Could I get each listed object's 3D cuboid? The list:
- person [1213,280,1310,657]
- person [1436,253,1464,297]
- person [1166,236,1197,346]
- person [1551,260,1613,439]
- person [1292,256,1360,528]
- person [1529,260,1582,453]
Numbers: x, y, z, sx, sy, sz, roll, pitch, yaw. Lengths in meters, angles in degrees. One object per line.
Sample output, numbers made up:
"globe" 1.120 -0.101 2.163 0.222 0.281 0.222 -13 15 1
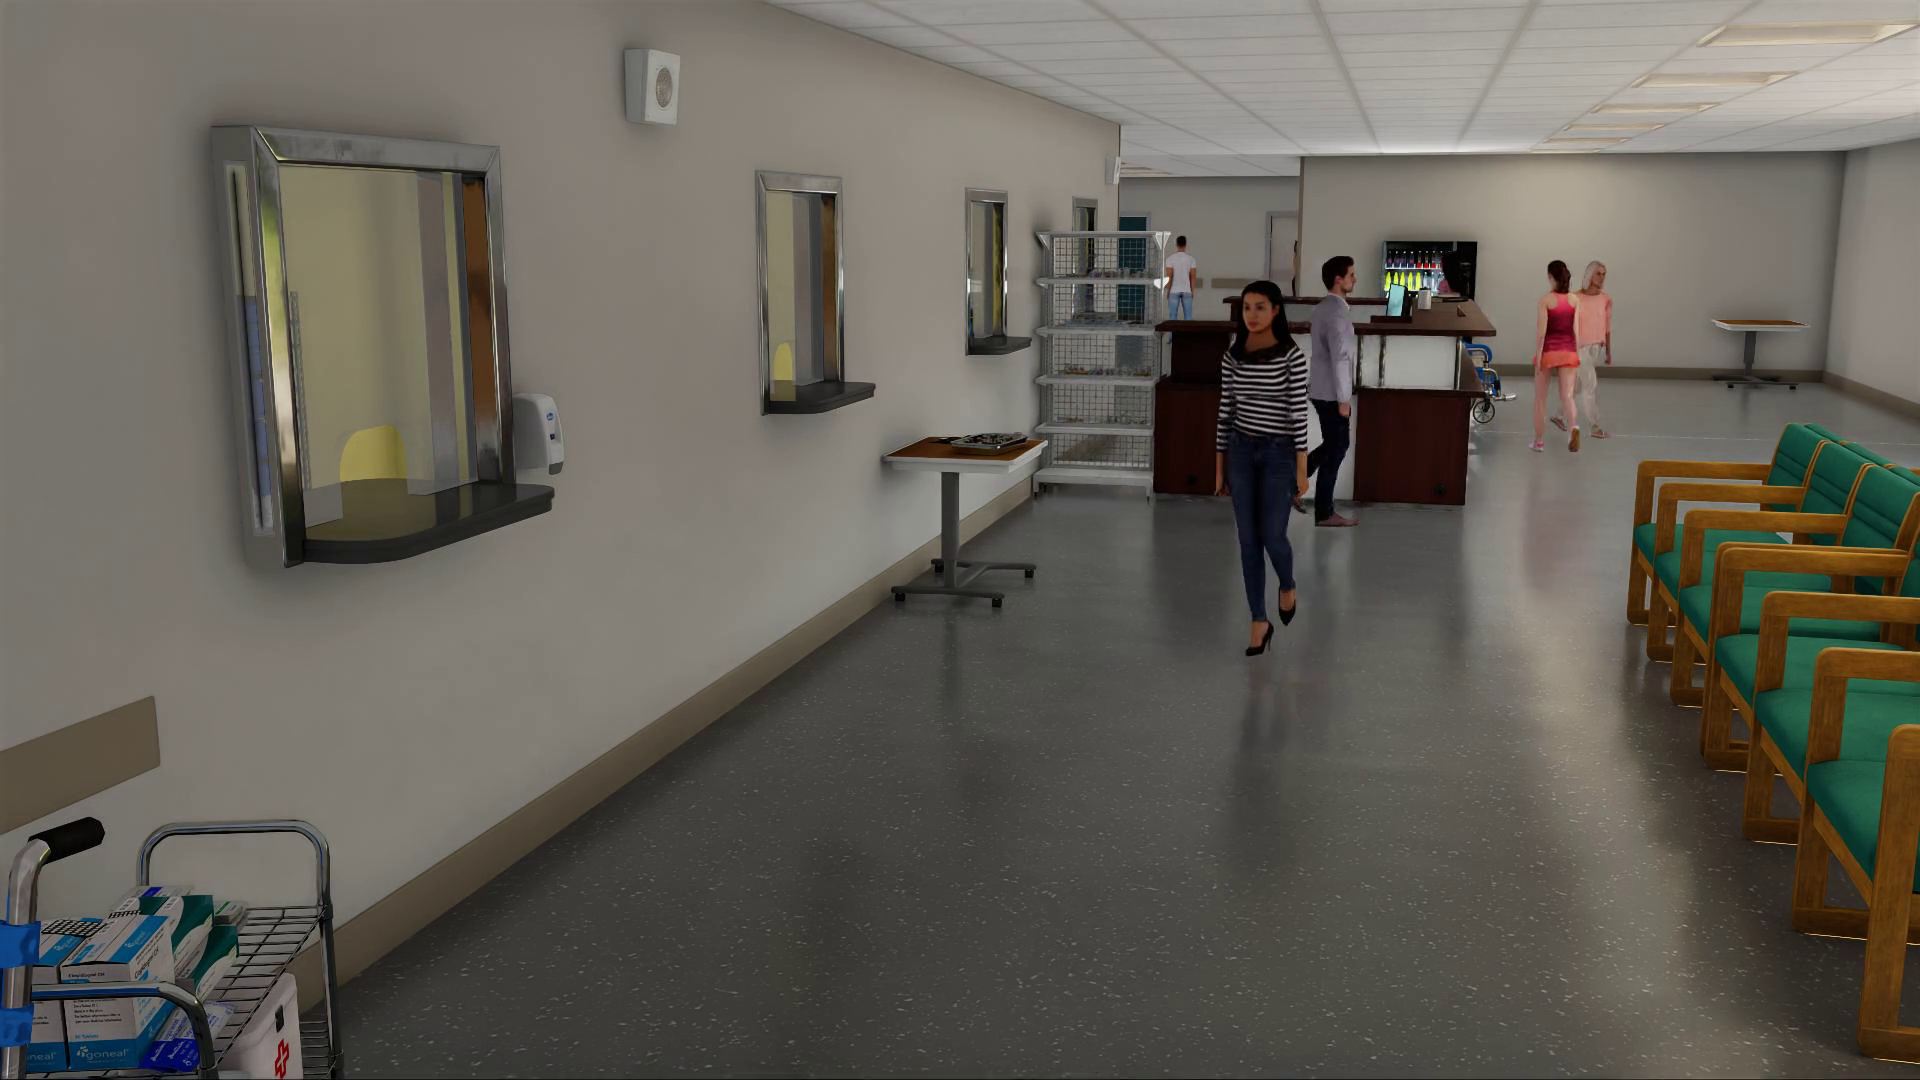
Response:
"person" 1.488 -0.333 7.953 0.762 1.777 0.811 8 13 35
"person" 5.708 -2.460 19.315 0.767 1.738 0.830 -9 14 -38
"person" 3.808 -4.307 28.708 0.607 1.863 0.792 0 11 -1
"person" 6.021 -1.828 16.157 1.170 1.673 1.081 -3 11 -17
"person" 2.444 -1.002 11.361 0.839 1.838 0.754 1 11 5
"person" 5.354 -1.607 14.840 1.033 1.730 0.763 1 11 3
